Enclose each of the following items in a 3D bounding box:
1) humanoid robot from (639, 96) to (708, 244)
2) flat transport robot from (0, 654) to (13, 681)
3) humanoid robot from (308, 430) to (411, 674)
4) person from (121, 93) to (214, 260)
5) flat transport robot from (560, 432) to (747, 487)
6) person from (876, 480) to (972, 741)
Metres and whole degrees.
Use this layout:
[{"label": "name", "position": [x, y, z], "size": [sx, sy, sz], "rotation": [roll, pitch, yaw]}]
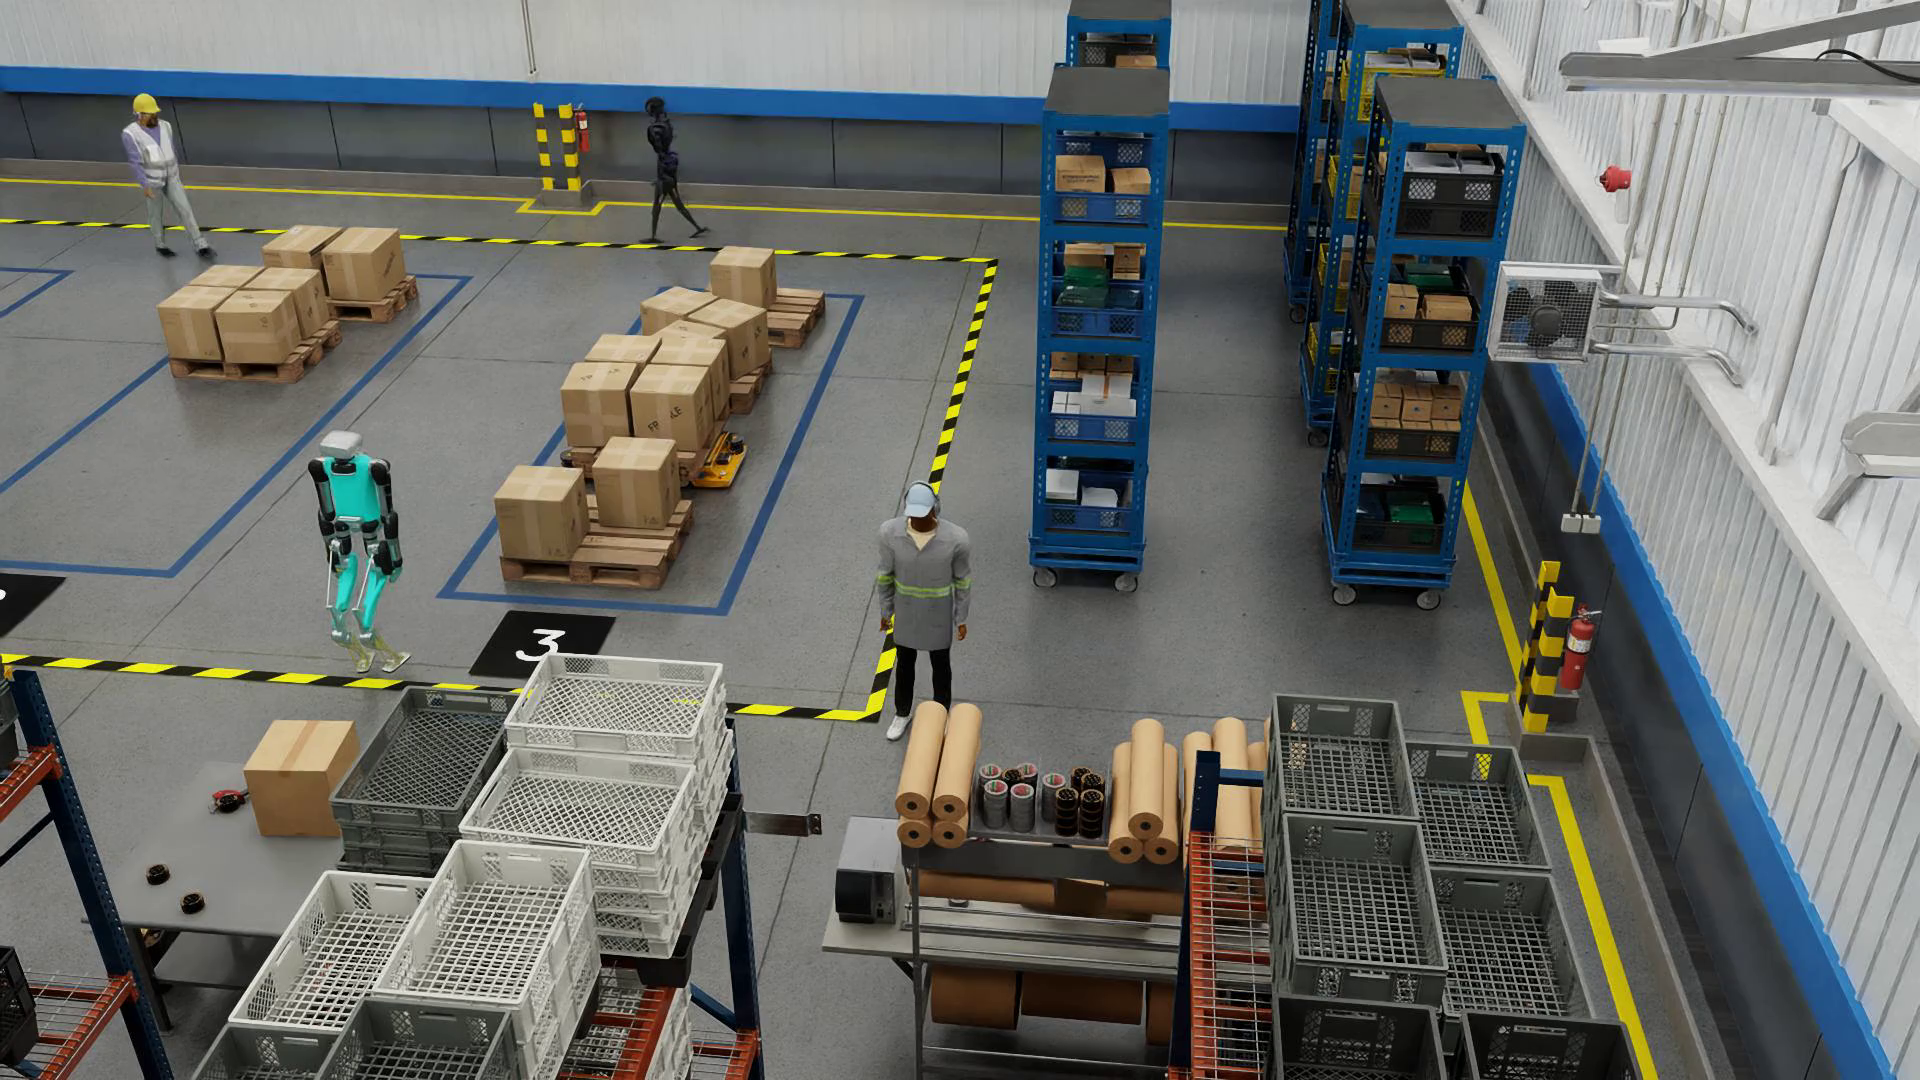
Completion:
[{"label": "humanoid robot", "position": [-3.214, -4.064, 18.302], "size": [0.765, 1.636, 0.615], "rotation": [-2, 30, -4]}, {"label": "flat transport robot", "position": [-7.142, 0.969, 11.010], "size": [1.431, 0.231, 0.659], "rotation": [3, 30, 6]}, {"label": "humanoid robot", "position": [-3.954, 0.168, 10.792], "size": [0.533, 1.677, 0.735], "rotation": [3, 30, 6]}, {"label": "person", "position": [-8.538, -3.862, 17.785], "size": [0.519, 1.828, 0.601], "rotation": [20, 35, 30]}, {"label": "flat transport robot", "position": [-2.554, -0.707, 13.861], "size": [1.431, 0.197, 0.652], "rotation": [3, 30, 6]}, {"label": "person", "position": [-0.229, 0.455, 10.319], "size": [0.589, 1.852, 0.397], "rotation": [5, 31, 9]}]
